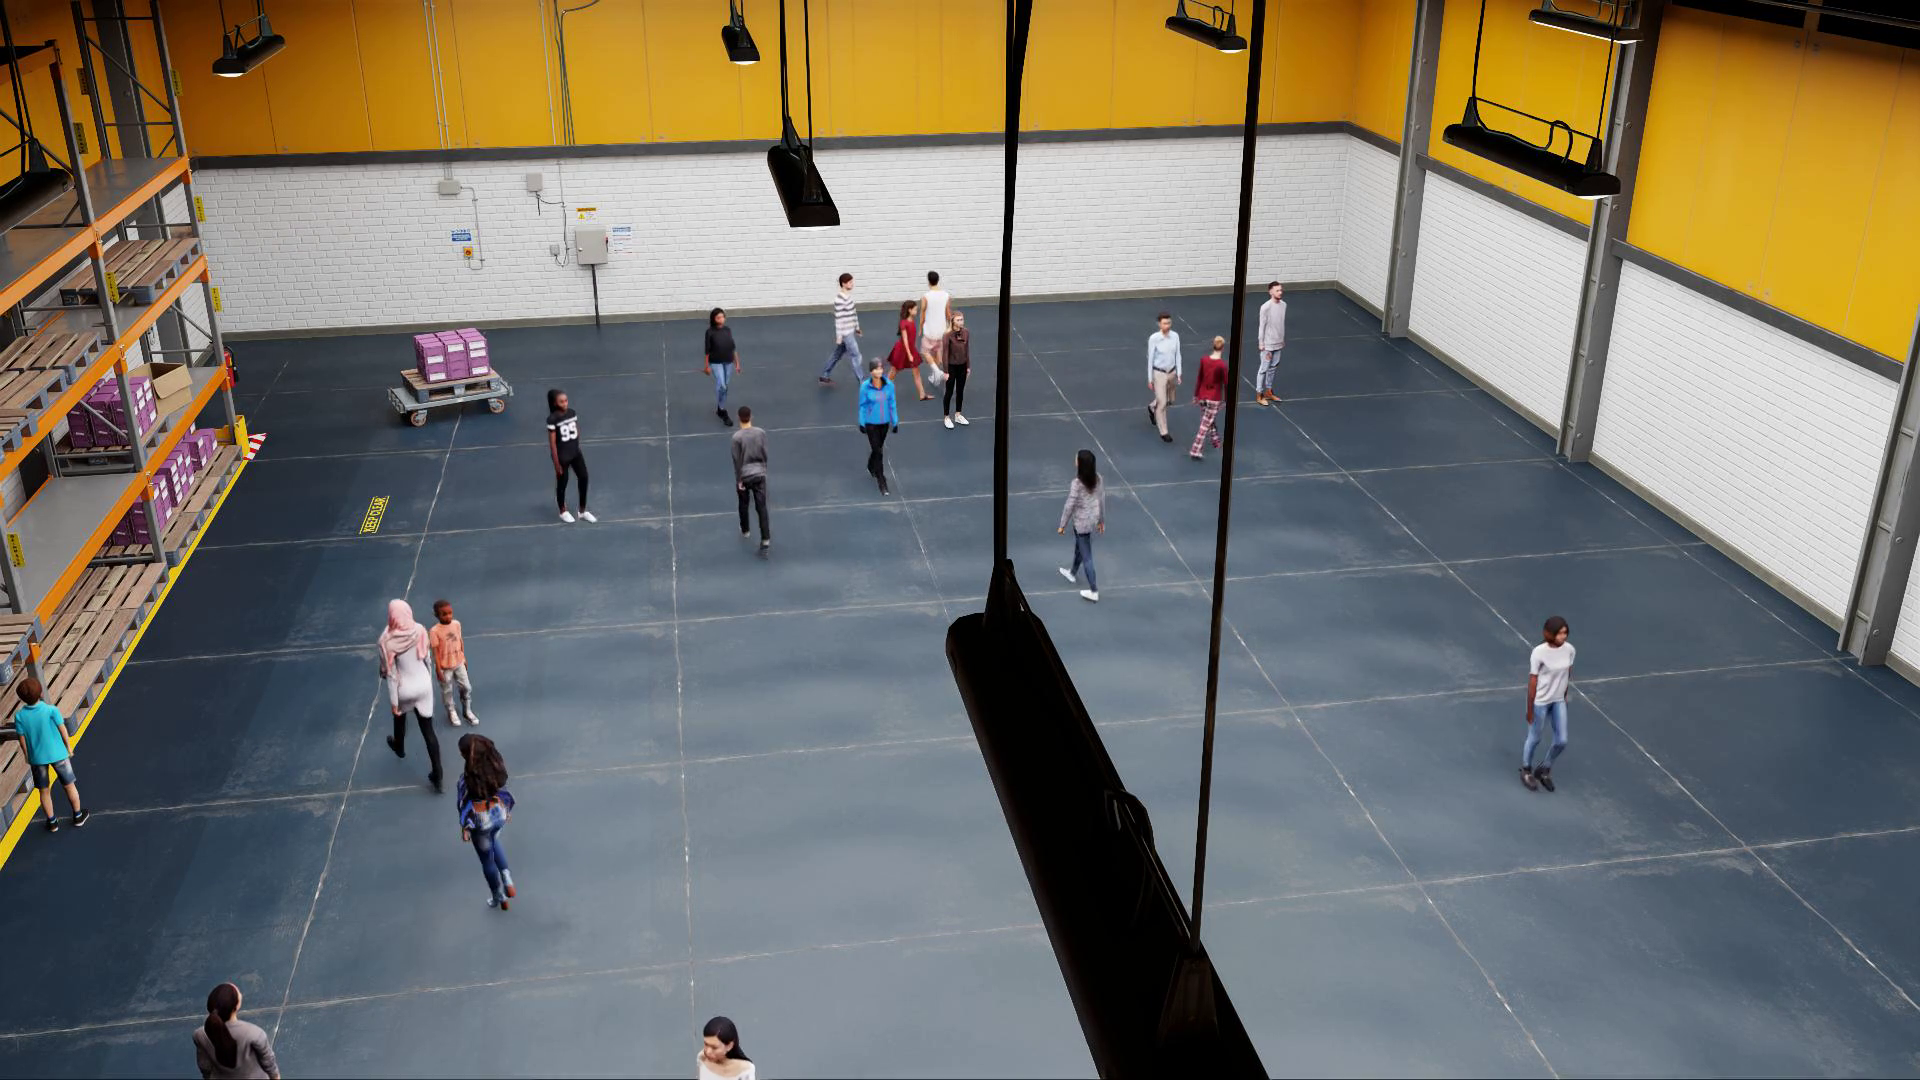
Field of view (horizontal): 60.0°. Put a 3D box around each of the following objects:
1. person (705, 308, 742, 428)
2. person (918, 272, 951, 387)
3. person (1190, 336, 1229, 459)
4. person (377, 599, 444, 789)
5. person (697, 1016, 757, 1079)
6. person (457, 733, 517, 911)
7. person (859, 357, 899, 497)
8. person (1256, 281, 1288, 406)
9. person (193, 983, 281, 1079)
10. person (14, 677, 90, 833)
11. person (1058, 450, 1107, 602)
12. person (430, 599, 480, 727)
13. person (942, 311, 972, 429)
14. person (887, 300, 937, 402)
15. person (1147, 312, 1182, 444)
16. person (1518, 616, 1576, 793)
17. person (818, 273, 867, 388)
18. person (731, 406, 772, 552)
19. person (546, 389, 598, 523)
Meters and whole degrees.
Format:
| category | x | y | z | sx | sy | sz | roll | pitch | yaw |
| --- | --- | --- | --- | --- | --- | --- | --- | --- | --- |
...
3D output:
| category | x | y | z | sx | sy | sz | roll | pitch | yaw |
| --- | --- | --- | --- | --- | --- | --- | --- | --- | --- |
| person | -3.485 | -2.533 | 23.978 | 0.808 | 1.673 | 0.982 | -17 | 29 | -34 |
| person | -0.368 | -3.169 | 25.317 | 0.814 | 1.766 | 0.964 | -12 | 26 | -25 |
| person | 3.341 | -1.897 | 22.519 | 1.030 | 1.676 | 1.013 | 22 | 32 | 40 |
| person | -4.852 | 1.409 | 14.865 | 1.031 | 1.749 | 1.253 | -19 | 30 | -37 |
| person | -1.334 | 3.544 | 10.001 | 1.025 | 1.733 | 1.198 | 10 | 26 | 22 |
| person | -3.680 | 2.243 | 13.131 | 0.806 | 1.608 | 0.742 | 15 | 28 | 30 |
| person | -1.091 | -1.511 | 21.549 | 0.750 | 1.745 | 1.212 | -8 | 25 | -18 |
| person | 4.629 | -2.955 | 24.733 | 0.762 | 1.840 | 0.734 | -16 | 28 | -32 |
| person | -4.424 | 3.449 | 10.285 | 0.649 | 1.679 | 0.632 | -1 | 24 | -1 |
| person | -7.839 | 1.827 | 14.283 | 0.560 | 1.448 | 0.539 | -9 | 25 | -20 |
| person | 1.455 | -0.141 | 18.471 | 0.952 | 1.700 | 1.098 | -20 | 30 | -38 |
| person | -4.946 | 1.157 | 15.999 | 0.603 | 1.302 | 0.672 | -16 | 28 | -33 |
| person | -0.057 | -2.459 | 23.770 | 0.676 | 1.703 | 0.651 | -16 | 28 | -32 |
| person | -0.887 | -2.800 | 24.805 | 1.077 | 1.499 | 1.079 | 13 | 27 | 27 |
| person | 2.824 | -2.321 | 23.301 | 0.815 | 1.826 | 1.113 | -10 | 26 | -22 |
| person | 5.196 | 1.428 | 14.870 | 0.624 | 1.709 | 0.642 | -6 | 24 | -12 |
| person | -1.822 | -3.129 | 25.178 | 0.995 | 1.803 | 1.216 | 4 | 24 | 9 |
| person | -2.447 | -0.714 | 19.738 | 0.766 | 1.736 | 1.178 | -9 | 25 | -19 |
| person | -4.912 | -1.036 | 20.502 | 0.924 | 1.713 | 0.857 | 18 | 29 | 35 |
